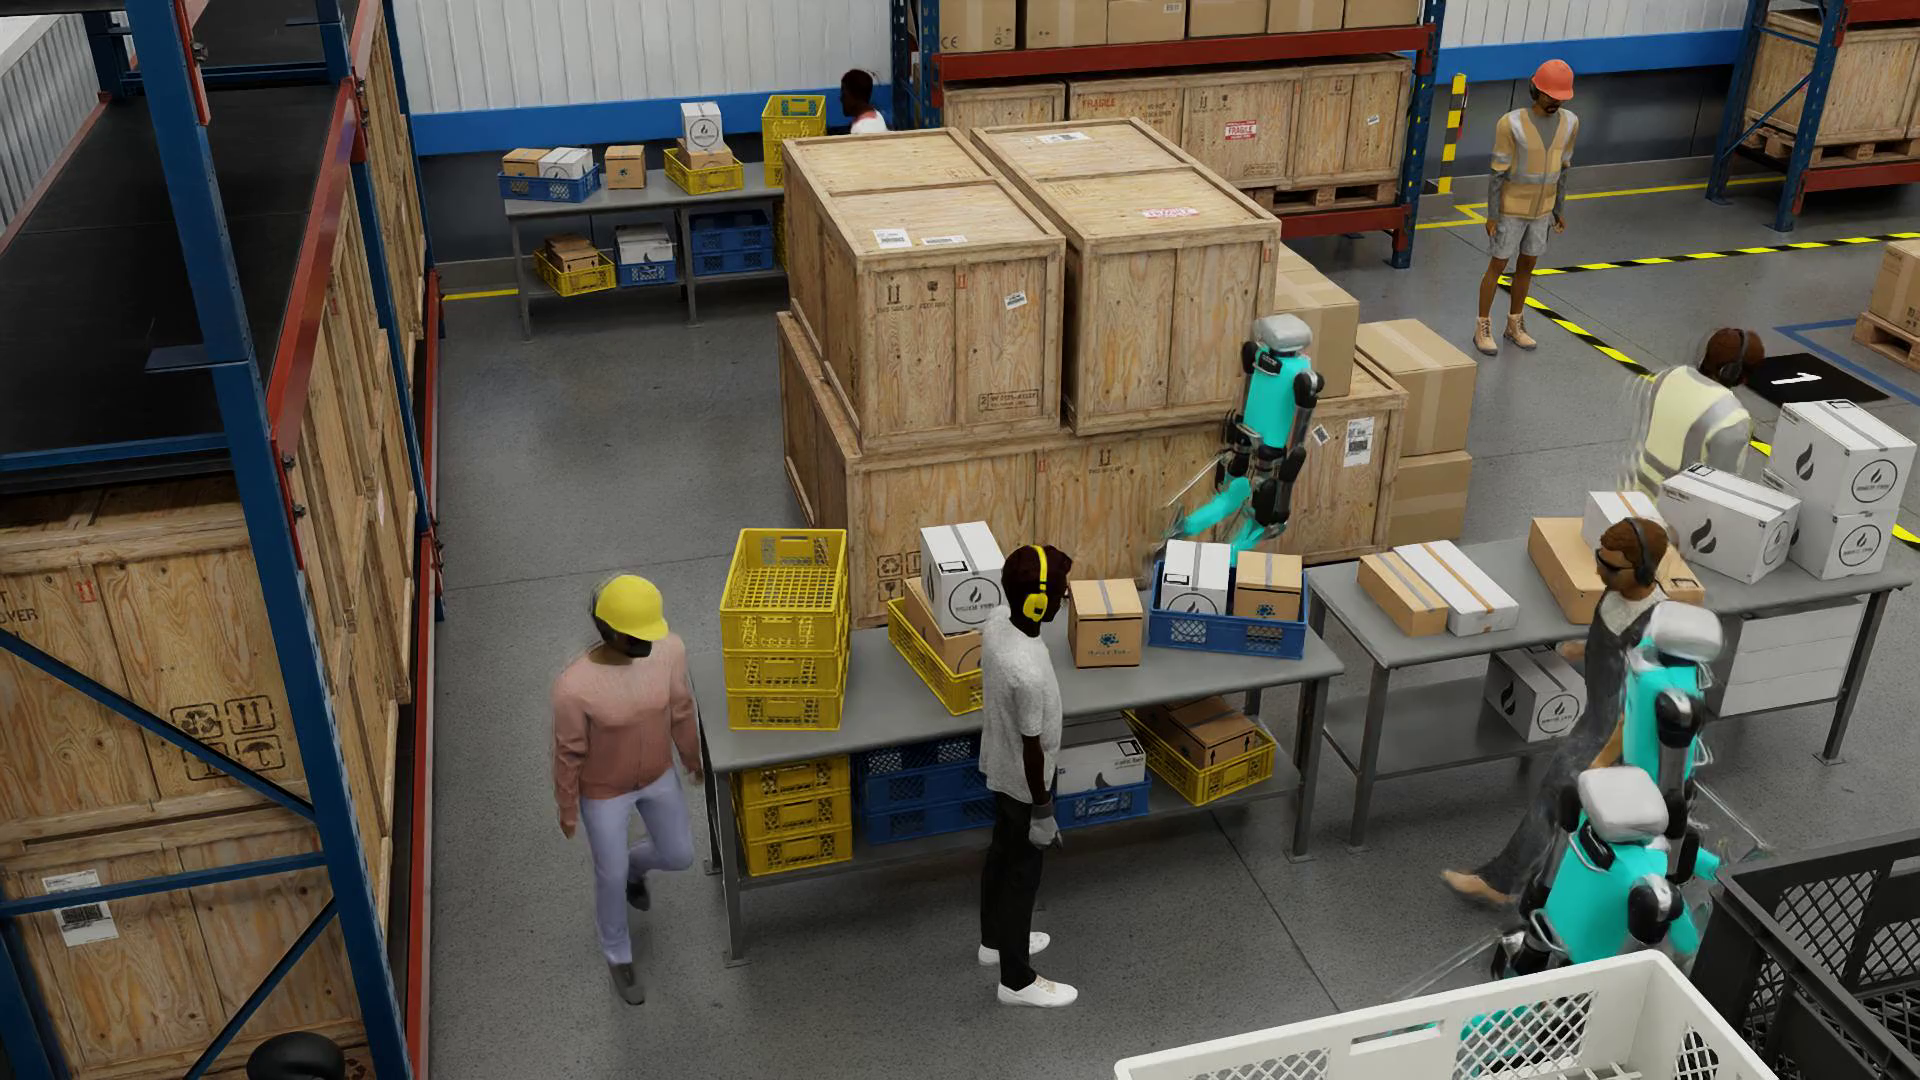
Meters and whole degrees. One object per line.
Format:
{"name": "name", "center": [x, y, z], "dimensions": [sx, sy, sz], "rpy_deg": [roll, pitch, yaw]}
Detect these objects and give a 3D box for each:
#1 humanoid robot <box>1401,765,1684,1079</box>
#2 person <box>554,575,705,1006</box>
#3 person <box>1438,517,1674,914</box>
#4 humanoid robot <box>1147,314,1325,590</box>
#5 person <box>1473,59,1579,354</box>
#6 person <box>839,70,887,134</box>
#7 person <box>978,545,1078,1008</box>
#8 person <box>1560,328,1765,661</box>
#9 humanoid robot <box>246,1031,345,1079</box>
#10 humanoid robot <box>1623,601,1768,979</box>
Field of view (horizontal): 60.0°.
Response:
{"name": "humanoid robot", "center": [1.565, 1.451, 5.010], "dimensions": [0.866, 1.792, 0.569], "rpy_deg": [-3, 29, -6]}
{"name": "person", "center": [-1.216, 0.857, 6.025], "dimensions": [0.581, 1.738, 0.526], "rpy_deg": [-22, 36, -34]}
{"name": "person", "center": [2.413, 0.724, 6.227], "dimensions": [0.977, 1.782, 0.542], "rpy_deg": [-3, 29, -5]}
{"name": "humanoid robot", "center": [1.179, -0.172, 7.957], "dimensions": [1.002, 1.770, 0.530], "rpy_deg": [-13, 32, -23]}
{"name": "person", "center": [3.897, -2.270, 11.408], "dimensions": [0.604, 2.036, 0.385], "rpy_deg": [-7, 30, -13]}
{"name": "person", "center": [-0.691, -2.386, 11.788], "dimensions": [0.997, 1.862, 0.609], "rpy_deg": [1, 29, 2]}
{"name": "person", "center": [0.236, 0.847, 5.928], "dimensions": [0.328, 1.865, 0.515], "rpy_deg": [-7, 30, -13]}
{"name": "person", "center": [3.401, -0.163, 7.850], "dimensions": [0.962, 1.788, 0.643], "rpy_deg": [-8, 30, -15]}
{"name": "humanoid robot", "center": [-1.566, 1.883, 4.227], "dimensions": [0.315, 1.654, 0.599], "rpy_deg": [-7, 30, -13]}
{"name": "humanoid robot", "center": [2.573, 1.053, 5.753], "dimensions": [0.767, 1.842, 0.550], "rpy_deg": [4, 29, 7]}
